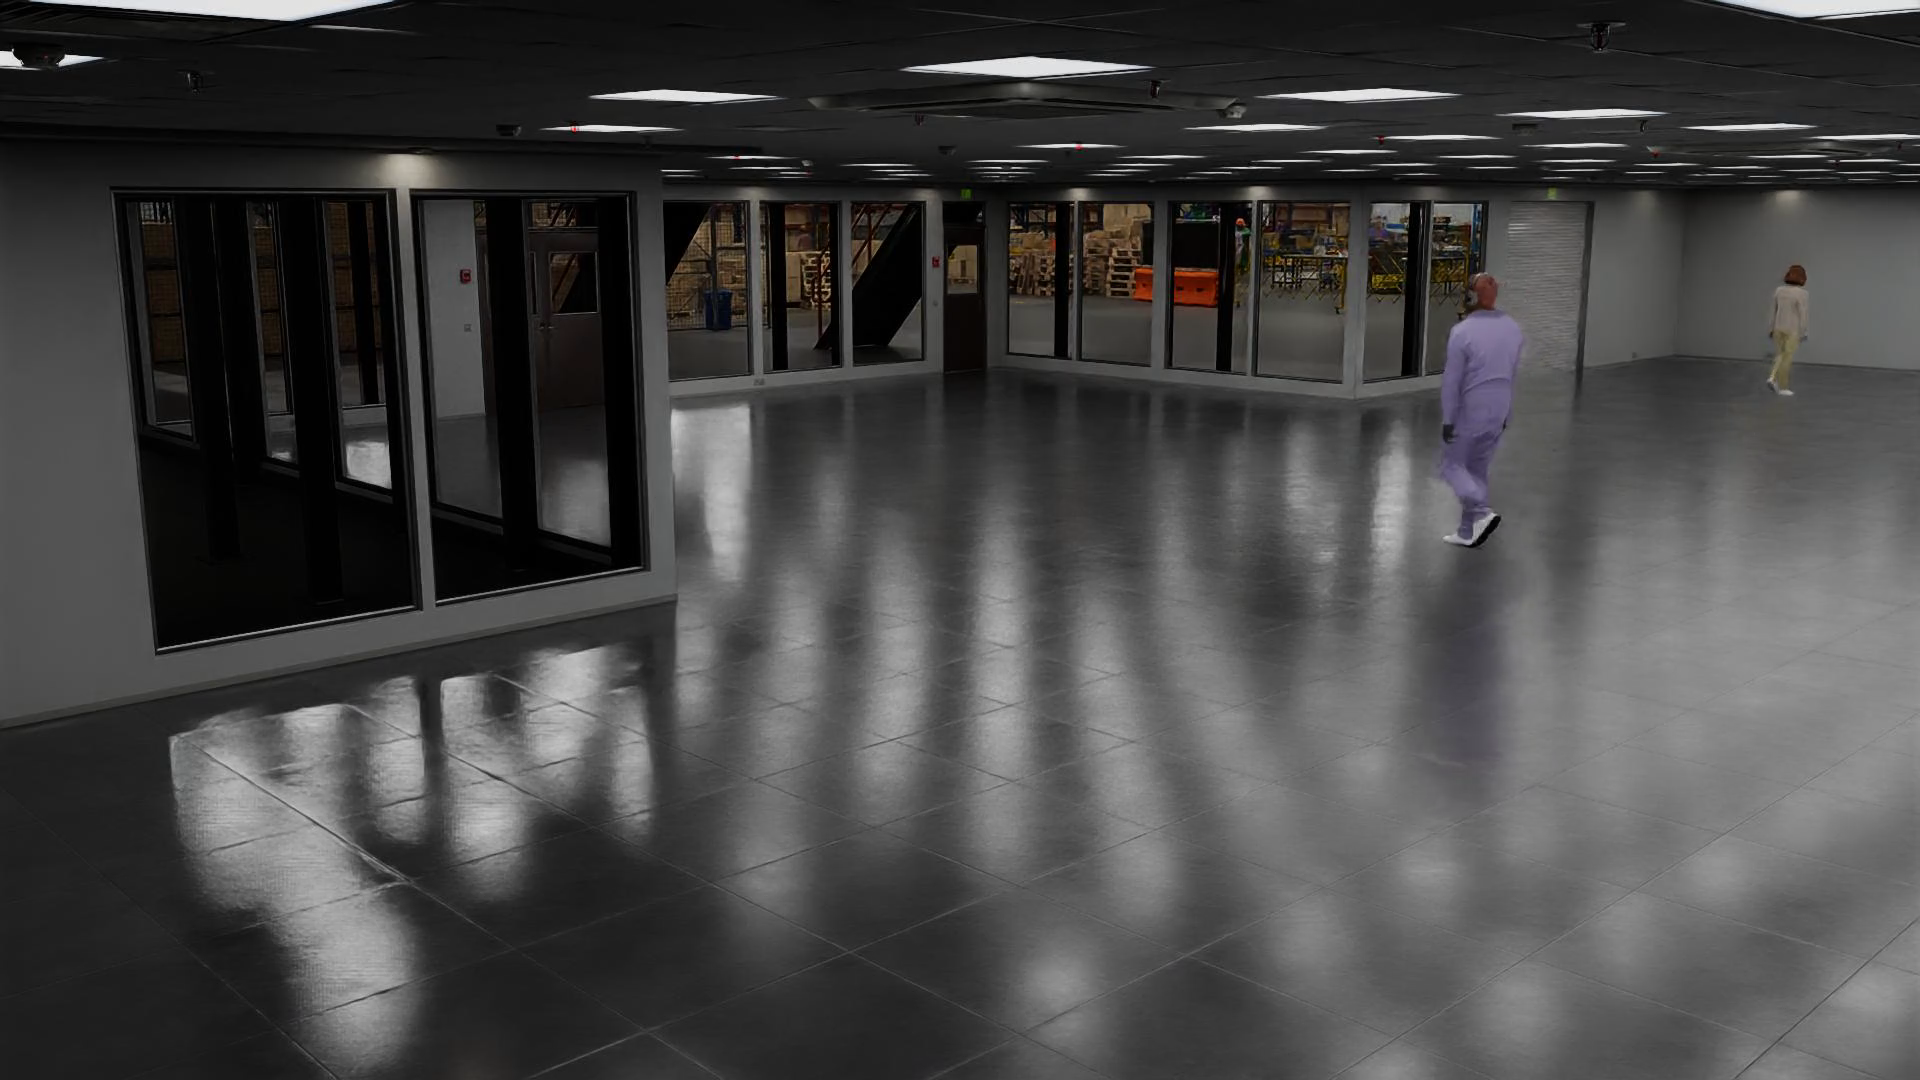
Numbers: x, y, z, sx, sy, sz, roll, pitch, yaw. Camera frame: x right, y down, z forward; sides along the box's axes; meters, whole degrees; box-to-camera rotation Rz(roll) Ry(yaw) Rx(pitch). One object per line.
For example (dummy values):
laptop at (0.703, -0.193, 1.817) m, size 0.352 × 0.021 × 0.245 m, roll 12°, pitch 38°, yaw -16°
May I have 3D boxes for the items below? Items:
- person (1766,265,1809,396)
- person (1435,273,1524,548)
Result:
person at (10.332, -2.601, 20.695) m, size 0.341 × 1.619 × 0.531 m, roll -4°, pitch 12°, yaw -20°
person at (3.522, -0.853, 11.278) m, size 0.651 × 1.891 × 0.553 m, roll -6°, pitch 13°, yaw -26°
